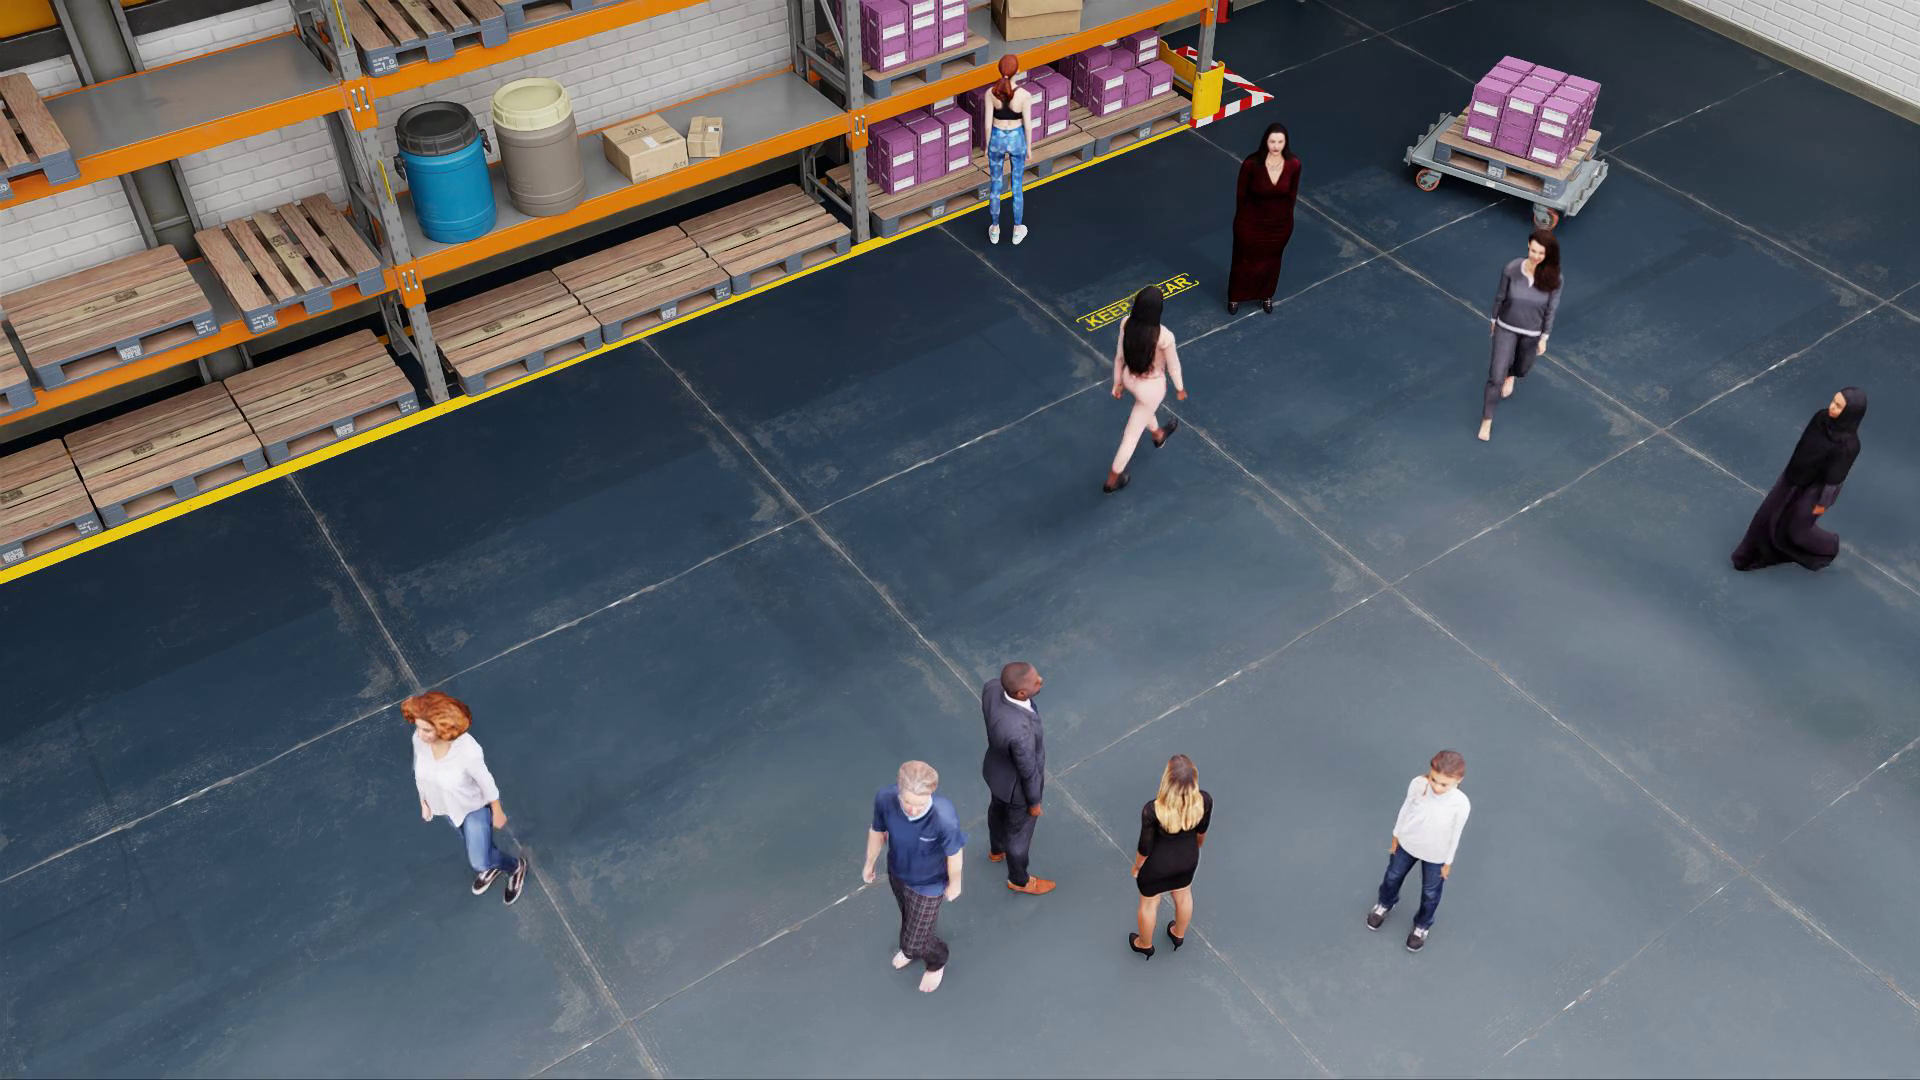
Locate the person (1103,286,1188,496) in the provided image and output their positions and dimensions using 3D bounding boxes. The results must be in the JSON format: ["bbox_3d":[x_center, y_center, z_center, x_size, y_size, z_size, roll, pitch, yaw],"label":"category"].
[{"bbox_3d":[1.269,-1.031,12.011,1.165,1.672,0.720,-32,52,-29],"label":"person"}]

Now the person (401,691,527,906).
[{"bbox_3d":[-2.748,1.406,9.433,0.747,1.698,0.746,21,47,21],"label":"person"}]

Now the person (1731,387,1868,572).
[{"bbox_3d":[5.874,-0.392,11.391,1.017,1.602,0.858,-5,44,-5],"label":"person"}]

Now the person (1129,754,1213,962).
[{"bbox_3d":[1.136,1.747,9.092,0.495,1.676,0.664,-12,45,-13],"label":"person"}]

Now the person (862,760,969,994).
[{"bbox_3d":[-0.167,1.735,8.978,0.787,1.850,0.789,30,51,28],"label":"person"}]

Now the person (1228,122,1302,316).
[{"bbox_3d":[2.480,-2.625,13.622,0.713,1.758,0.817,-3,44,-3],"label":"person"}]

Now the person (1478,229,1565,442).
[{"bbox_3d":[4.250,-1.639,12.599,1.011,1.741,1.119,11,45,11],"label":"person"}]

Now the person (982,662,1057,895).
[{"bbox_3d":[0.314,1.330,9.423,0.696,1.824,0.749,-14,45,-15],"label":"person"}]

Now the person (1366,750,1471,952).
[{"bbox_3d":[2.595,1.684,9.245,0.583,1.556,0.611,25,49,24],"label":"person"}]

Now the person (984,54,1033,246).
[{"bbox_3d":[0.409,-3.376,14.391,0.686,1.785,0.751,4,44,4],"label":"person"}]
